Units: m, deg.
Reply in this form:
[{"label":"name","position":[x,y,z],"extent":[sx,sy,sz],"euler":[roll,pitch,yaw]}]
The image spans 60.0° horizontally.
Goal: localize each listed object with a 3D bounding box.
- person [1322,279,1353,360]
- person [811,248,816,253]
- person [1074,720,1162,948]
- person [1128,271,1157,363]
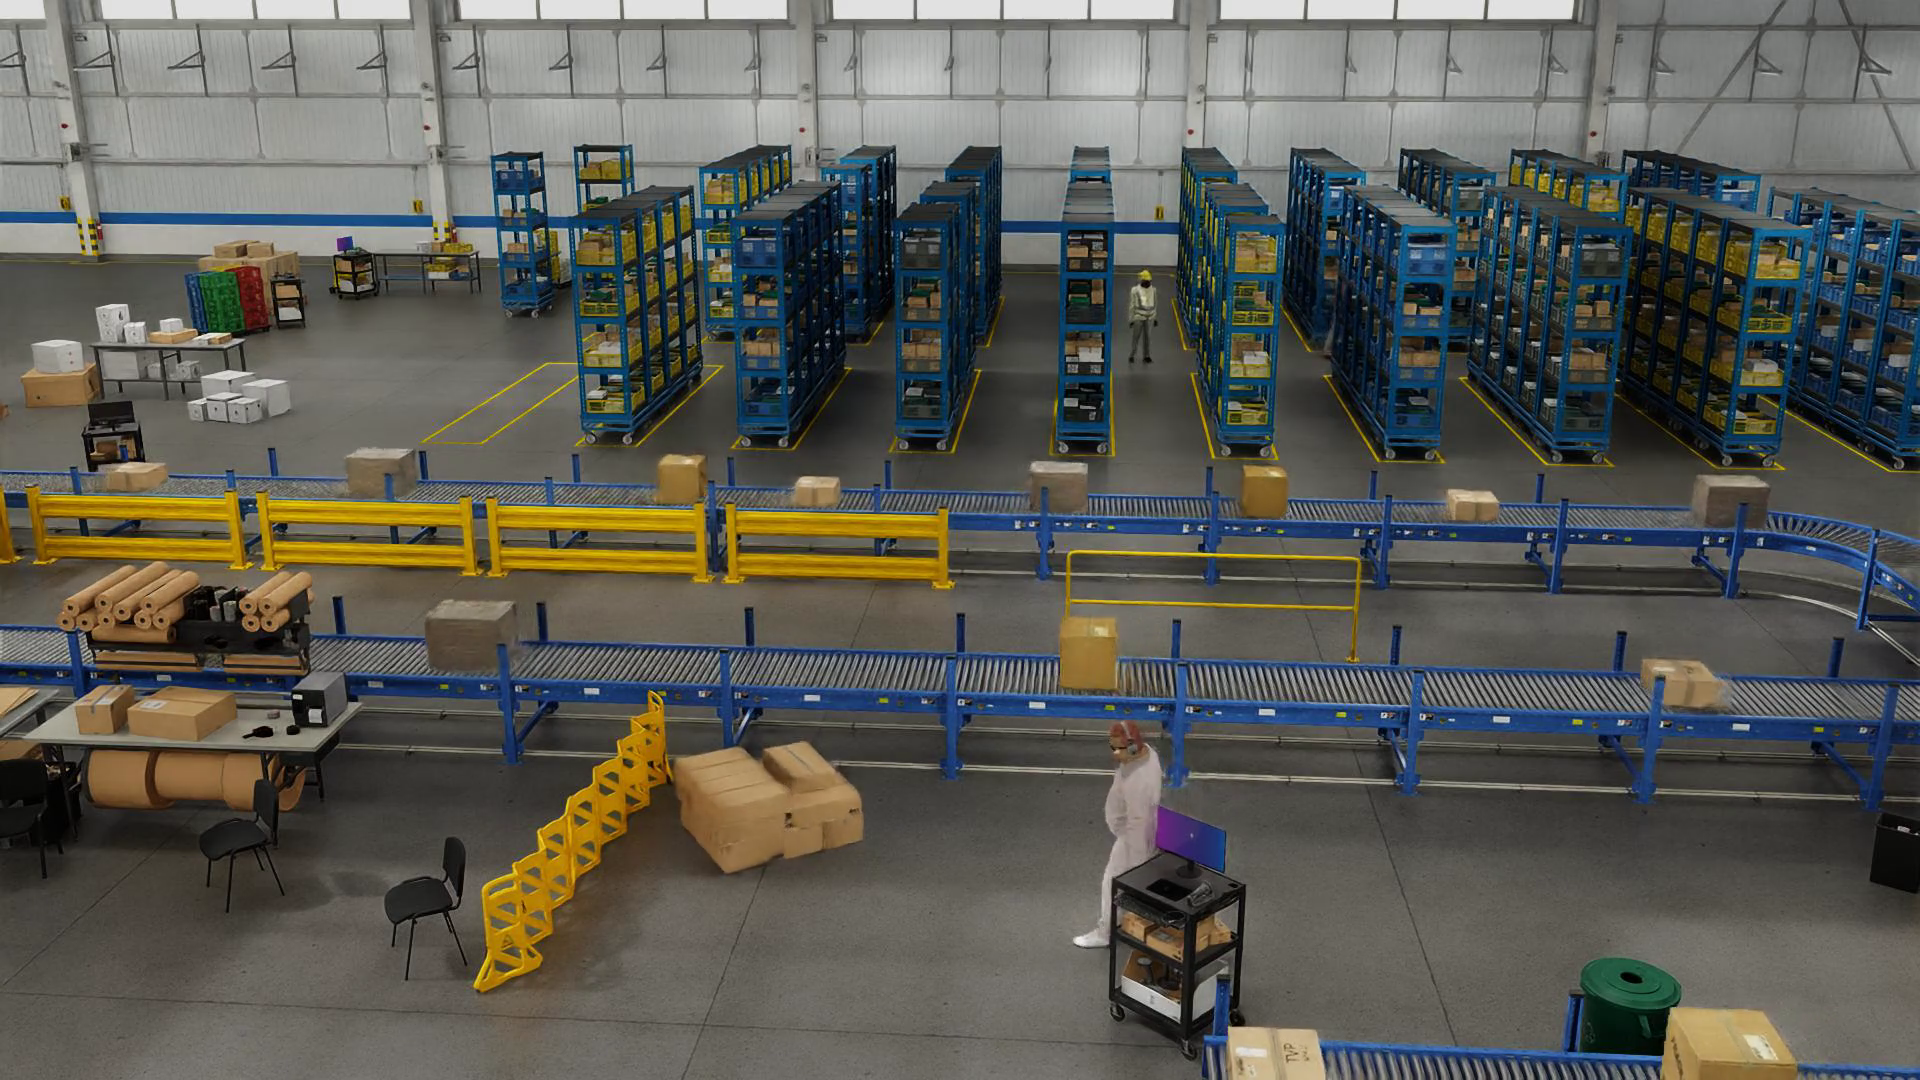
[{"label":"person","position":[7.579,-4.452,32.496],"extent":[0.942,1.947,0.684],"euler":[8,19,24]},{"label":"person","position":[-3.488,-6.721,39.864],"extent":[0.389,1.847,0.567],"euler":[-2,18,-6]},{"label":"person","position":[1.321,2.112,11.818],"extent":[0.908,1.858,0.728],"euler":[5,18,16]},{"label":"person","position":[3.555,-4.342,32.399],"extent":[0.625,1.814,0.488],"euler":[-8,19,-23]}]
